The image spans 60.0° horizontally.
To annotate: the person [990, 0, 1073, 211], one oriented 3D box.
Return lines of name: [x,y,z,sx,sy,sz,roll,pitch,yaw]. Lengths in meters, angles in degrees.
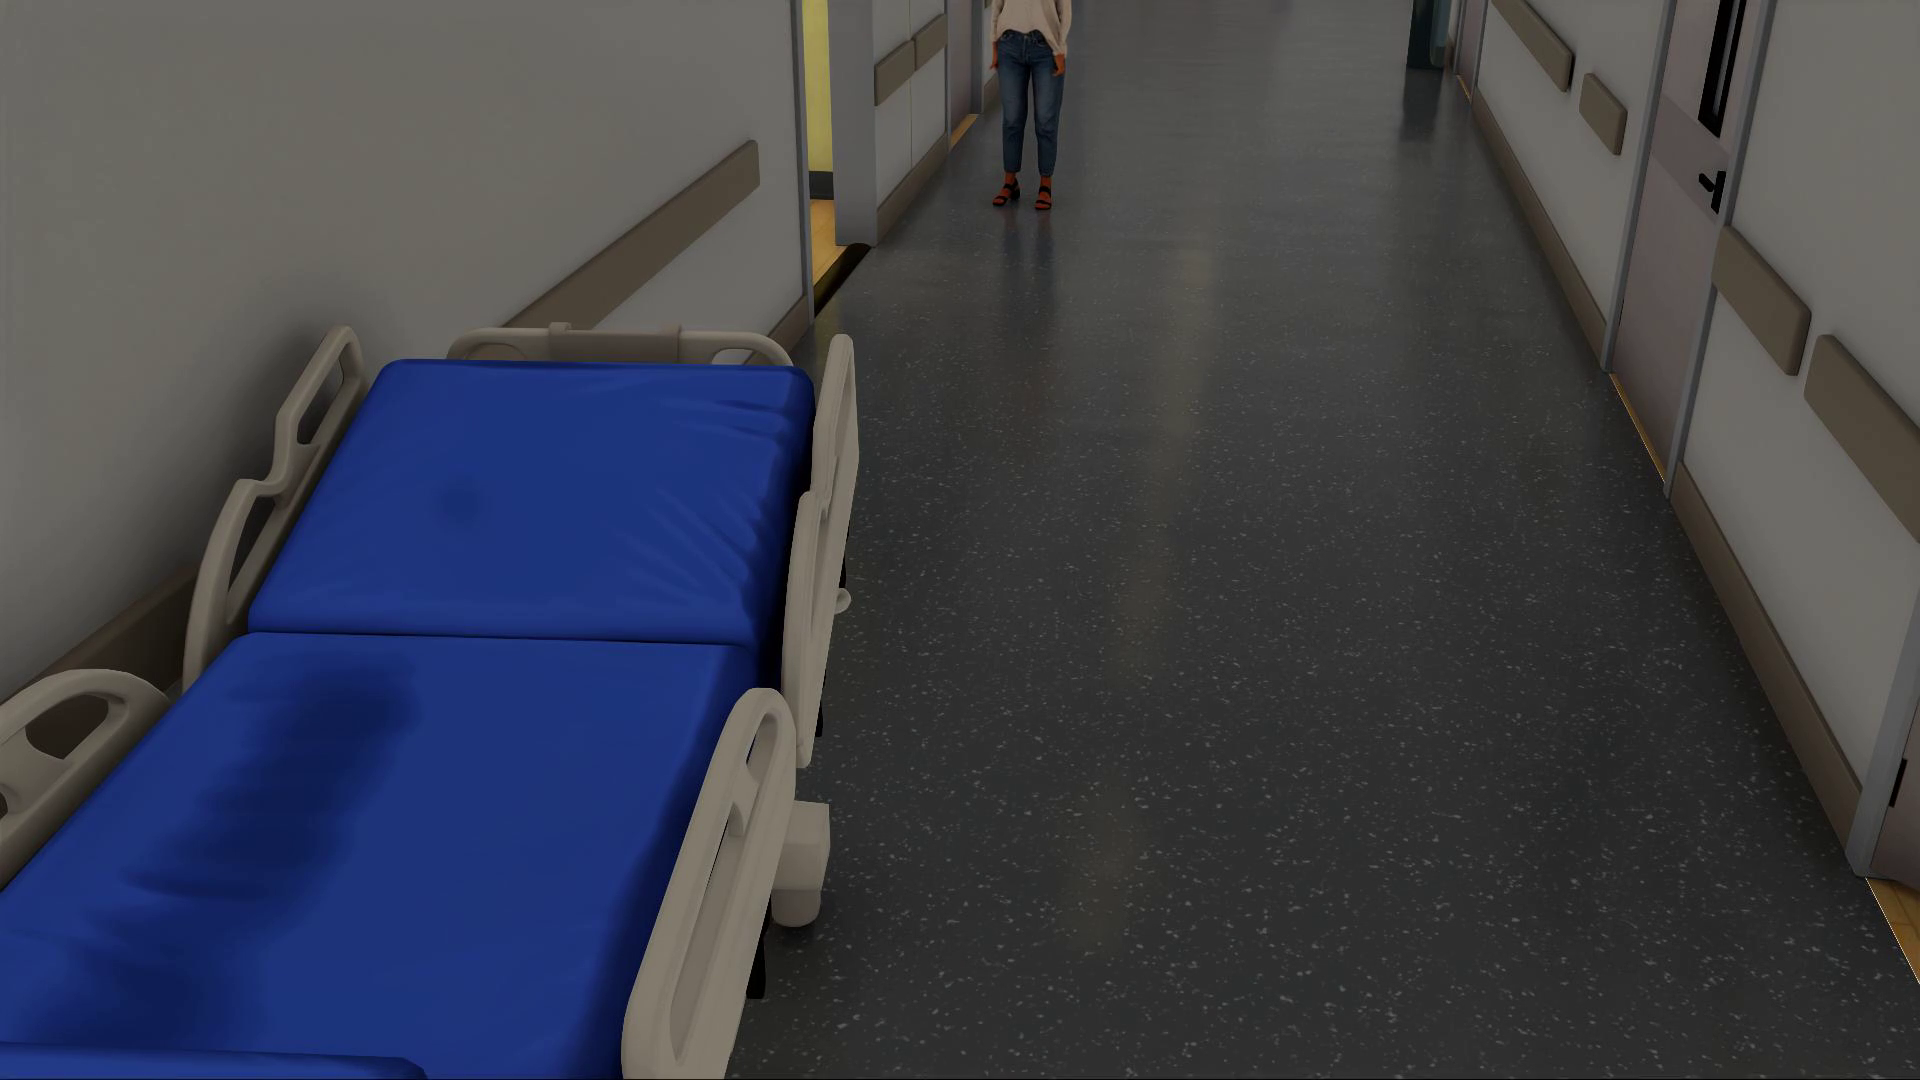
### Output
person: [0.396,-2.708,9.238,0.550,1.683,0.720,10,28,20]
